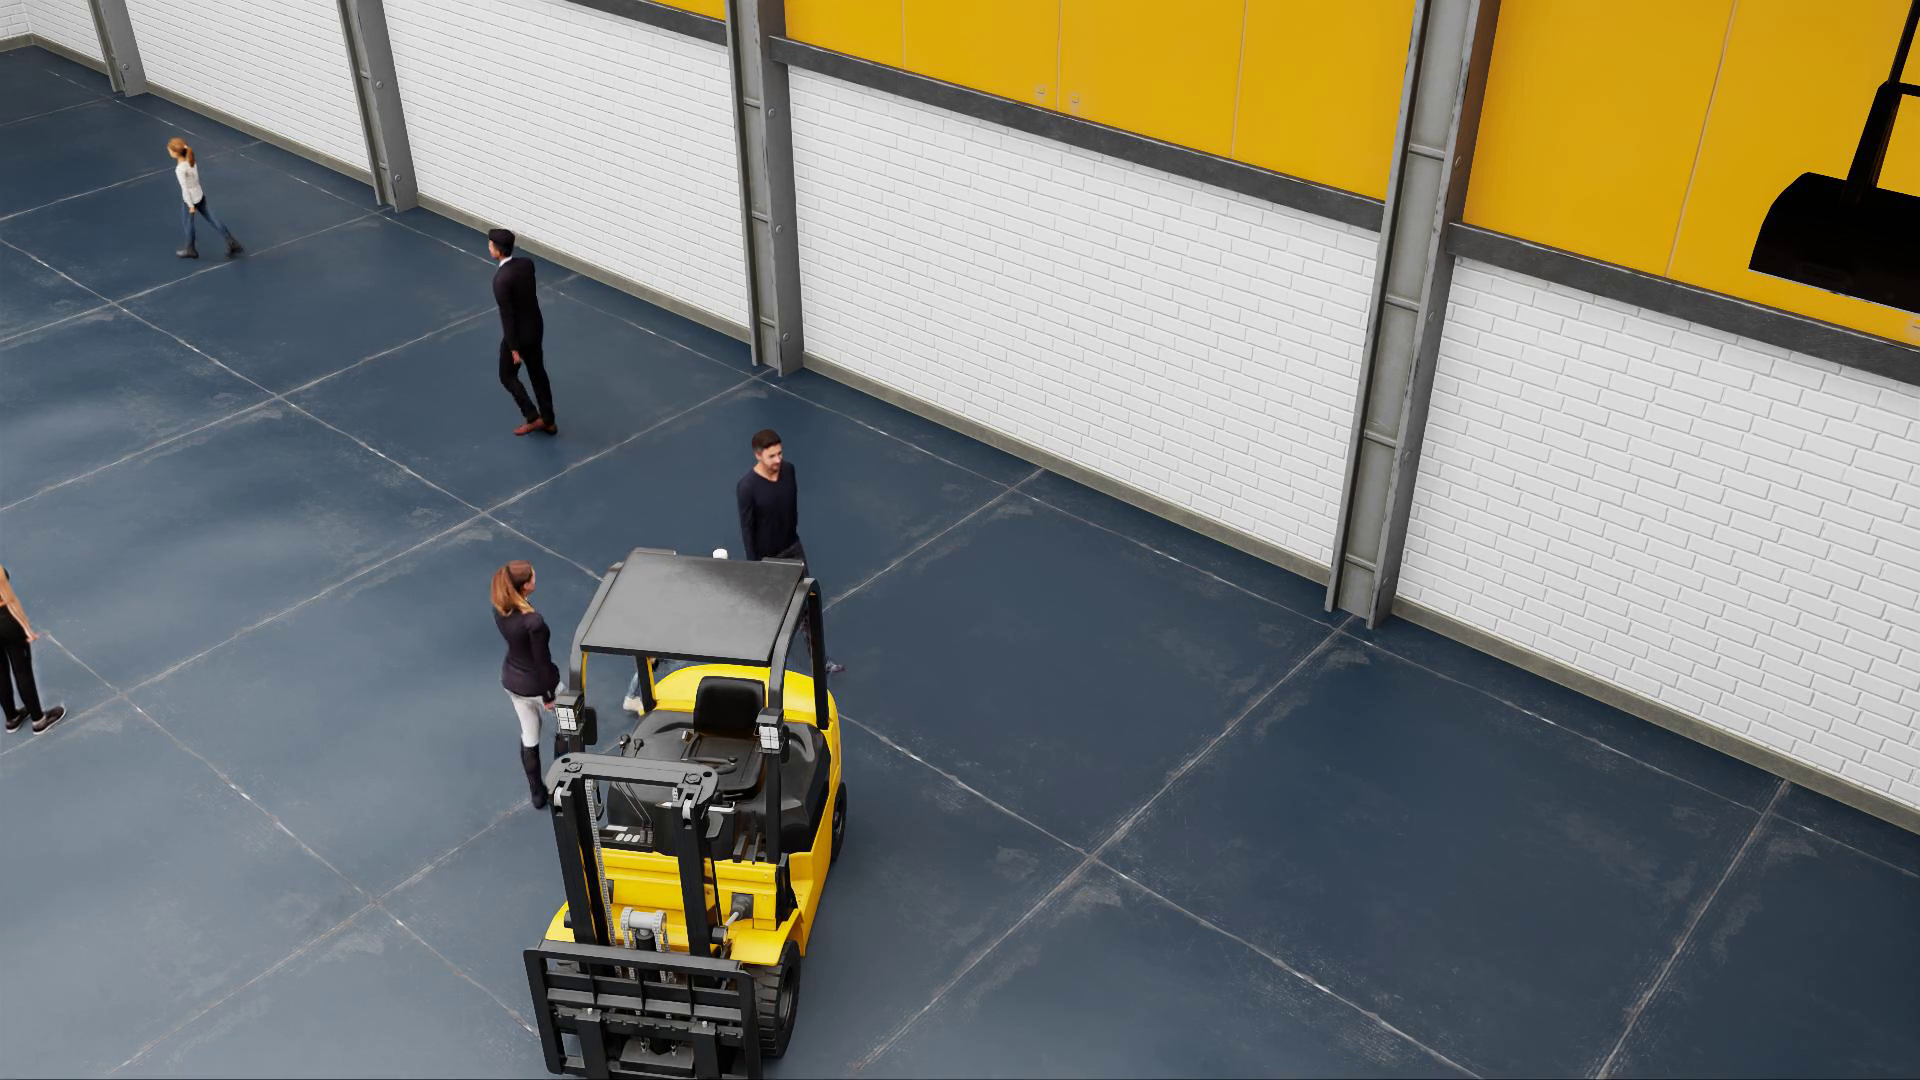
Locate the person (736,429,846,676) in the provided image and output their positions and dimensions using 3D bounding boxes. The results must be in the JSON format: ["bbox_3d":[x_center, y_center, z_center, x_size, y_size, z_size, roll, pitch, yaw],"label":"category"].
[{"bbox_3d":[-1.320,0.047,11.228,0.803,1.825,1.219,-26,41,-33],"label":"person"}]

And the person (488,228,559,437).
[{"bbox_3d":[-3.552,-1.699,13.818,0.739,1.865,0.796,13,36,19],"label":"person"}]

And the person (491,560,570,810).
[{"bbox_3d":[-2.640,0.922,10.003,0.650,1.722,0.535,-29,43,-36],"label":"person"}]

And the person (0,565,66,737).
[{"bbox_3d":[-6.164,0.548,10.638,0.574,1.643,0.681,6,34,10],"label":"person"}]

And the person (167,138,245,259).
[{"bbox_3d":[-7.749,-3.467,17.001,0.979,1.286,0.793,5,34,7],"label":"person"}]
